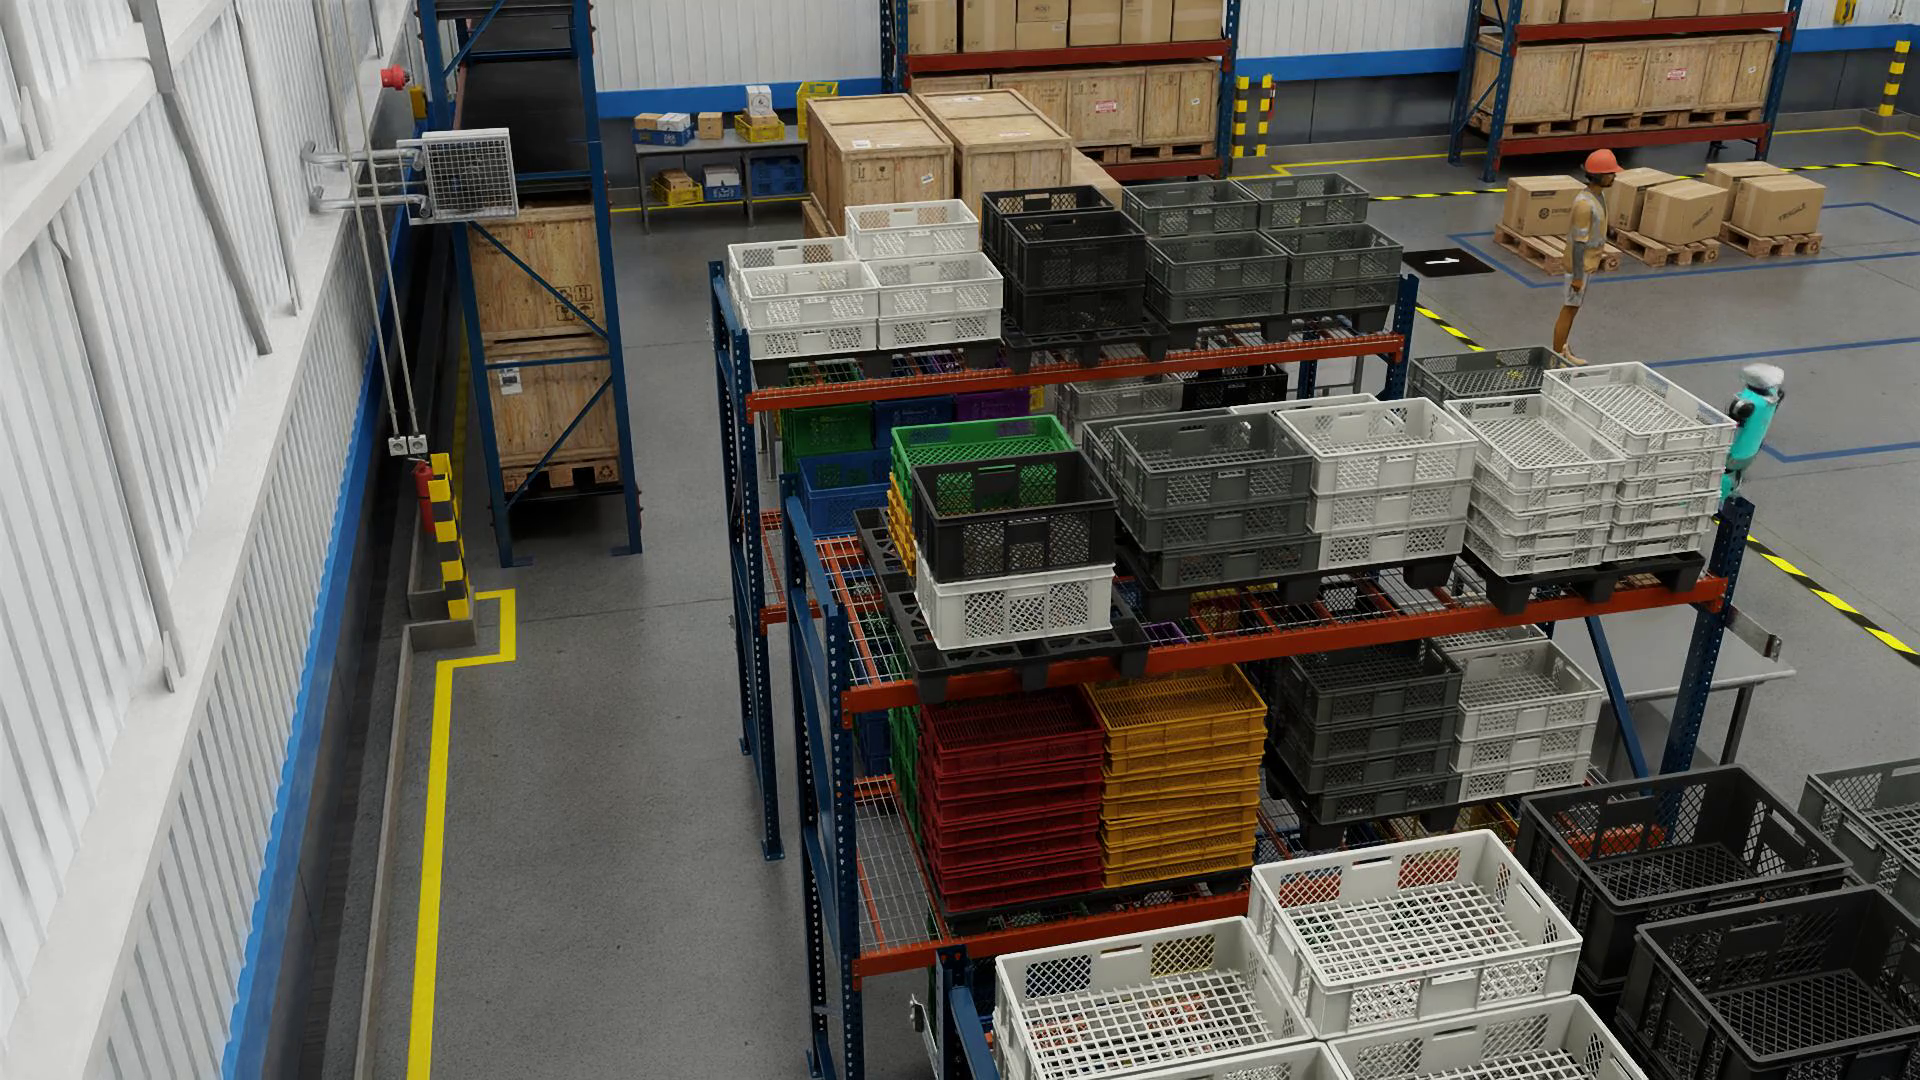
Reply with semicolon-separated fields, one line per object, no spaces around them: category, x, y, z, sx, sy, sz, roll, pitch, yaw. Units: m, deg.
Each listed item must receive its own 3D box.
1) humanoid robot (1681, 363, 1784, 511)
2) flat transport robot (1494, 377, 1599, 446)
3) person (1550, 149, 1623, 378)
humanoid robot;4.975;-0.406;11.296;0.541;1.819;0.824;-22;35;-35
flat transport robot;4.780;-1.036;14.013;0.659;0.231;1.431;-6;28;-12
person;5.557;-2.459;14.807;0.366;2.048;0.606;14;31;25
